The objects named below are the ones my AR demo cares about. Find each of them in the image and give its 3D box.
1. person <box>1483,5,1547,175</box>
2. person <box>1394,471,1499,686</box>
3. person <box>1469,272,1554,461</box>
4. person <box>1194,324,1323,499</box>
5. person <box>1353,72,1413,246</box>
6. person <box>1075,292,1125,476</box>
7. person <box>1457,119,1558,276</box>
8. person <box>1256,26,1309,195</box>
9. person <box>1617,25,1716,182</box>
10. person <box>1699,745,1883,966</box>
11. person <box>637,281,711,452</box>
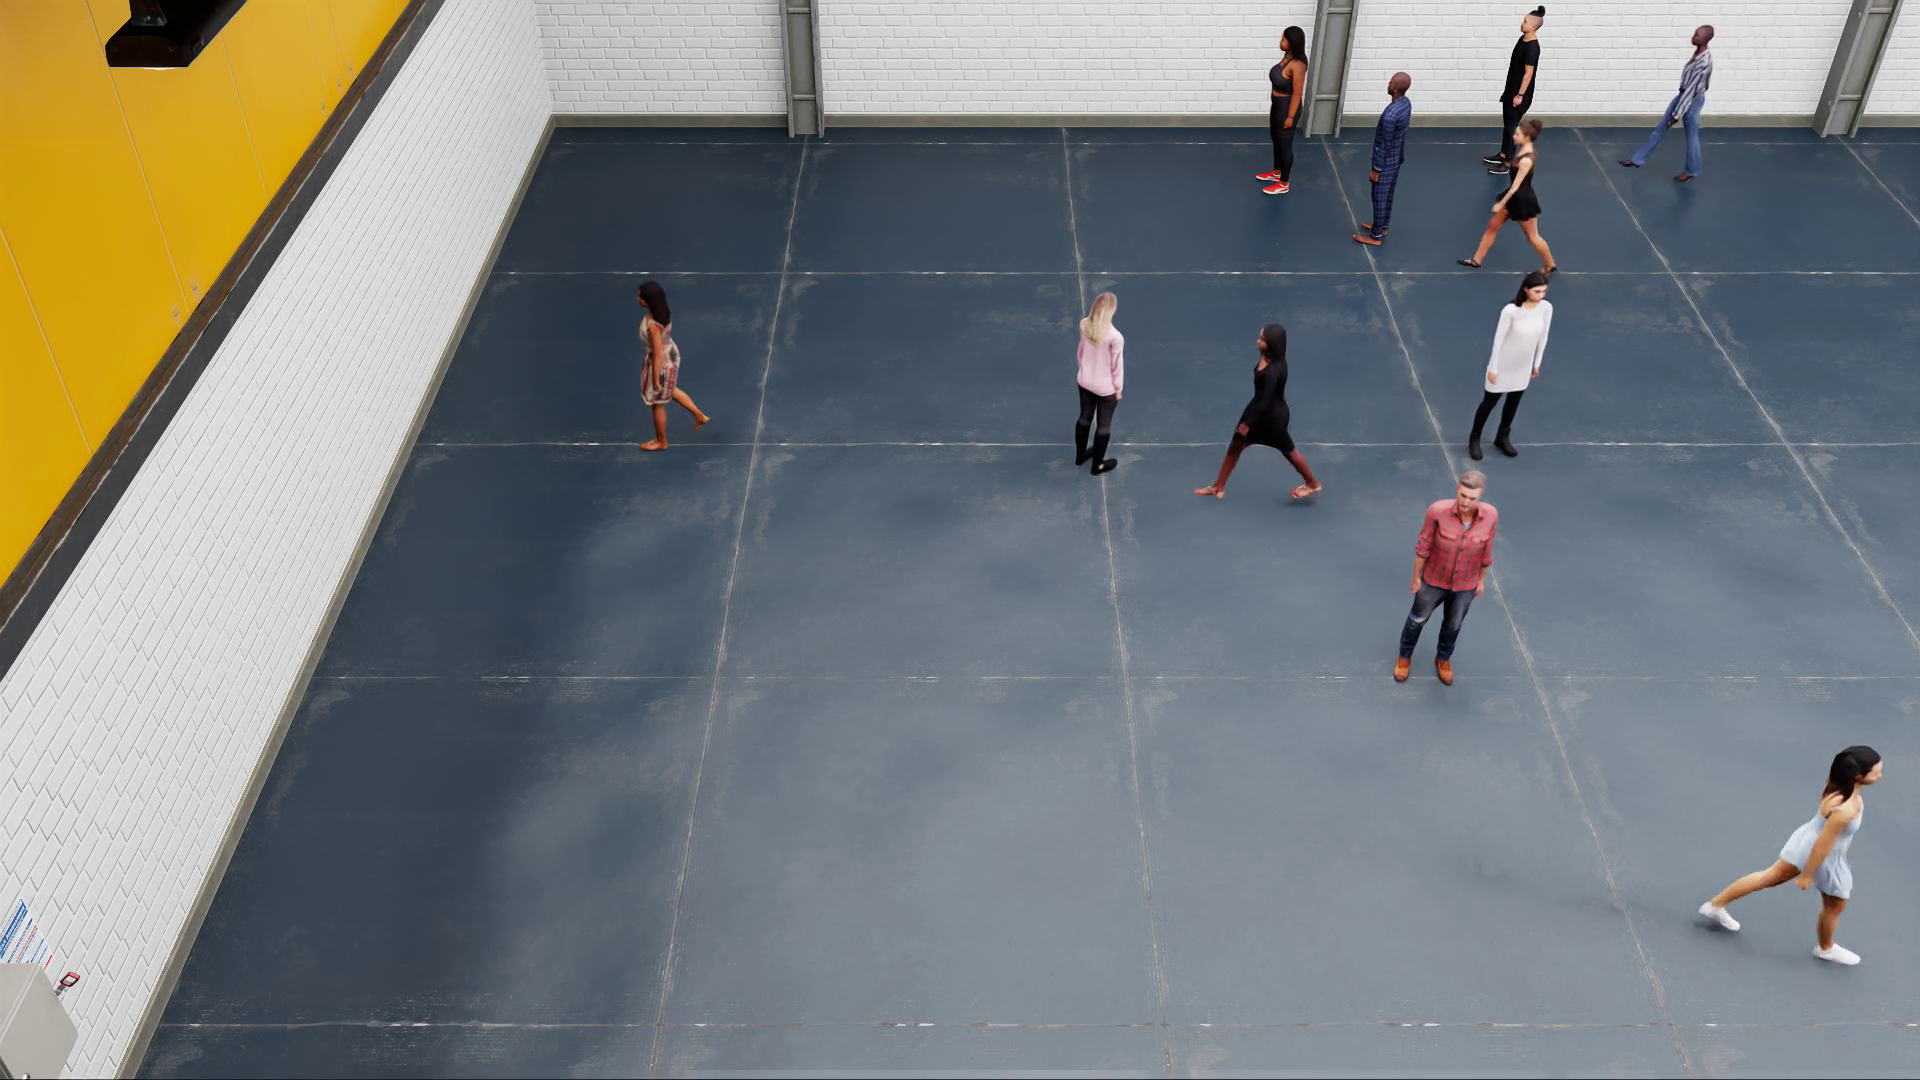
[{"bbox_3d":[6.090,-4.920,18.137,0.589,1.860,0.687,3,39,3],"label":"person"},{"bbox_3d":[3.438,0.249,11.690,0.511,1.828,0.768,3,39,4],"label":"person"},{"bbox_3d":[4.601,-1.459,13.850,0.536,1.800,0.709,-6,39,-8],"label":"person"},{"bbox_3d":[2.564,-0.961,13.333,1.296,1.668,0.693,-2,39,-3],"label":"person"},{"bbox_3d":[4.343,-3.880,16.867,0.769,1.819,0.757,19,42,22],"label":"person"},{"bbox_3d":[1.132,-1.293,13.735,0.744,1.686,0.685,-32,48,-33],"label":"person"},{"bbox_3d":[5.571,-3.284,16.272,1.219,1.629,0.699,7,39,9],"label":"person"},{"bbox_3d":[3.483,-4.615,17.790,0.621,1.816,0.691,-3,39,-4],"label":"person"},{"bbox_3d":[7.921,-4.634,17.864,1.159,1.754,0.773,6,39,8],"label":"person"},{"bbox_3d":[4.959,1.826,9.828,1.226,1.687,0.860,13,40,16],"label":"person"},{"bbox_3d":[-2.452,-1.478,14.008,0.815,1.634,0.674,0,39,0],"label":"person"}]
